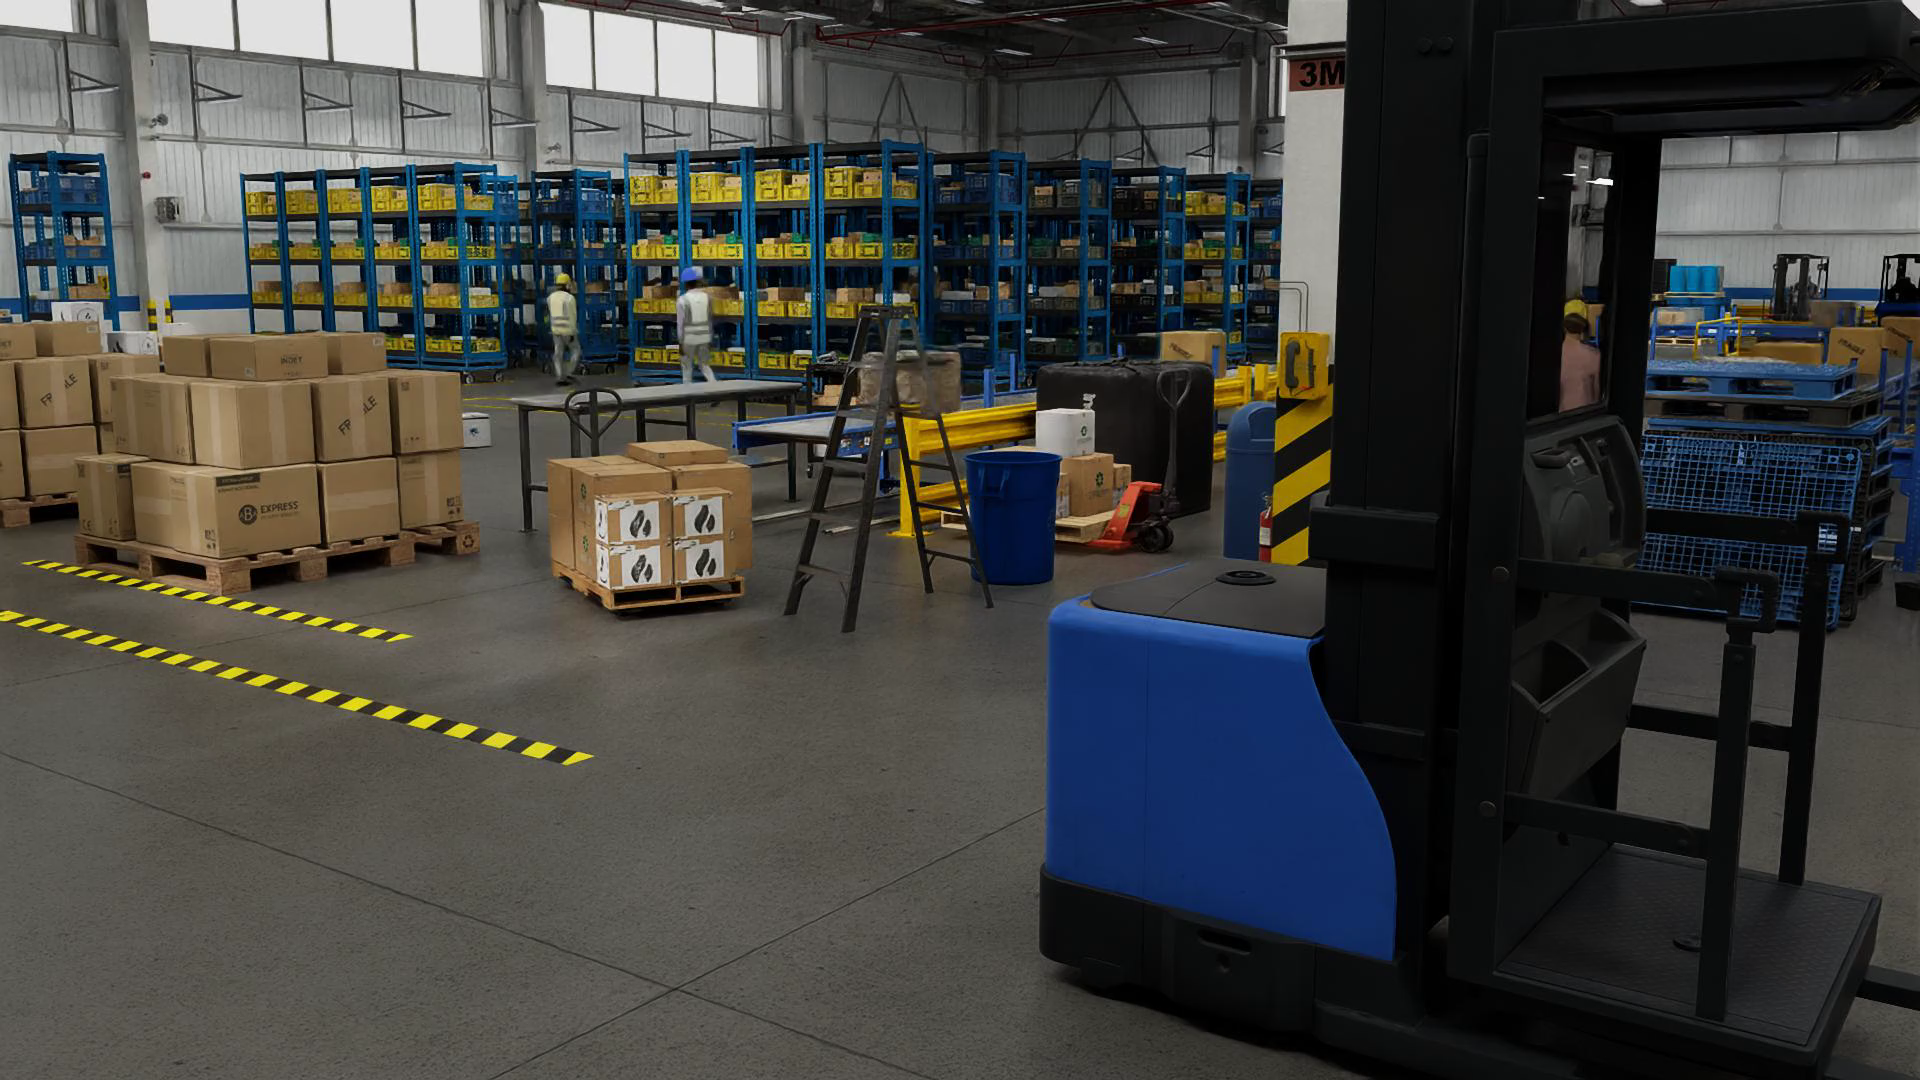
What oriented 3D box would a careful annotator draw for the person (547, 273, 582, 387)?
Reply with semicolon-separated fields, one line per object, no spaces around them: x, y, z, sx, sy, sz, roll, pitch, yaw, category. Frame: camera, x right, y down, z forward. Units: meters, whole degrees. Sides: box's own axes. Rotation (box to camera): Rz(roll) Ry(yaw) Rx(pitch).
-6.352;-3.367;26.755;0.593;1.814;0.474;5;11;27;person

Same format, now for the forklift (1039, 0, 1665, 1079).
1.249;-0.137;4.360;1.873;2.768;1.129;7;12;35;forklift

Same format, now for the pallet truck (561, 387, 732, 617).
-1.981;-0.274;10.088;0.680;1.201;1.601;-5;11;-28;pallet truck

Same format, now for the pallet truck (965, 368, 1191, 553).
0.845;-0.609;11.869;1.630;1.274;0.653;7;12;35;pallet truck

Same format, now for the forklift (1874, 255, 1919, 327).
22.089;-5.634;38.796;1.157;1.987;2.680;6;11;33;forklift

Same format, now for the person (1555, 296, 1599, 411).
4.594;-0.965;12.620;0.554;1.749;0.407;4;10;22;person

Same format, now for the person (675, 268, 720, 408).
-3.590;-2.740;22.686;0.620;1.932;0.728;-8;12;-40;person

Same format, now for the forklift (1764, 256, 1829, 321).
20.253;-5.854;40.139;1.157;1.987;2.680;7;12;35;forklift

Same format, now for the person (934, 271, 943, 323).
-0.590;-4.831;35.457;0.593;1.818;0.705;9;13;44;person
